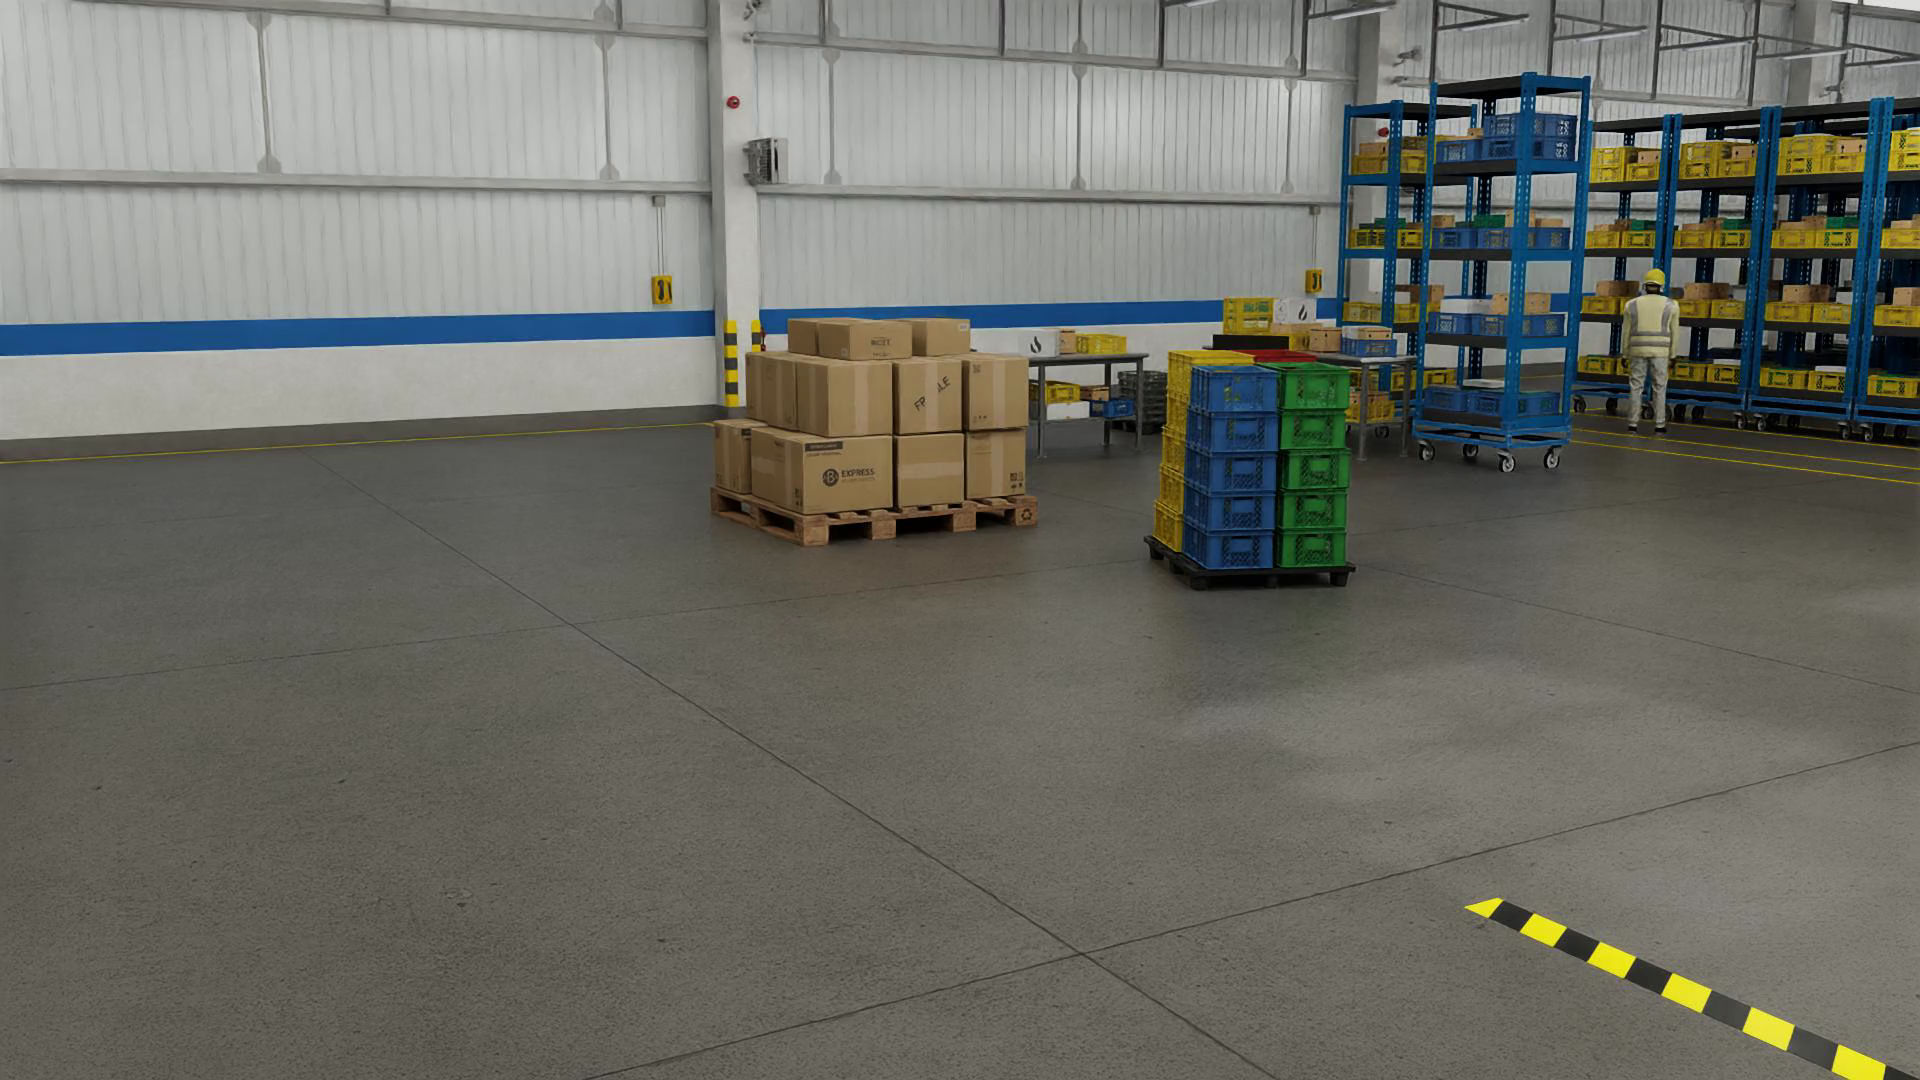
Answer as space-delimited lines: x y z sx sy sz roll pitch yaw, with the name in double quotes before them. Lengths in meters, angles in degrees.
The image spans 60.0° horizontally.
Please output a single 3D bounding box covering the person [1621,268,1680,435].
"person" 7.613 -2.071 18.364 0.590 1.835 0.404 5 11 28
